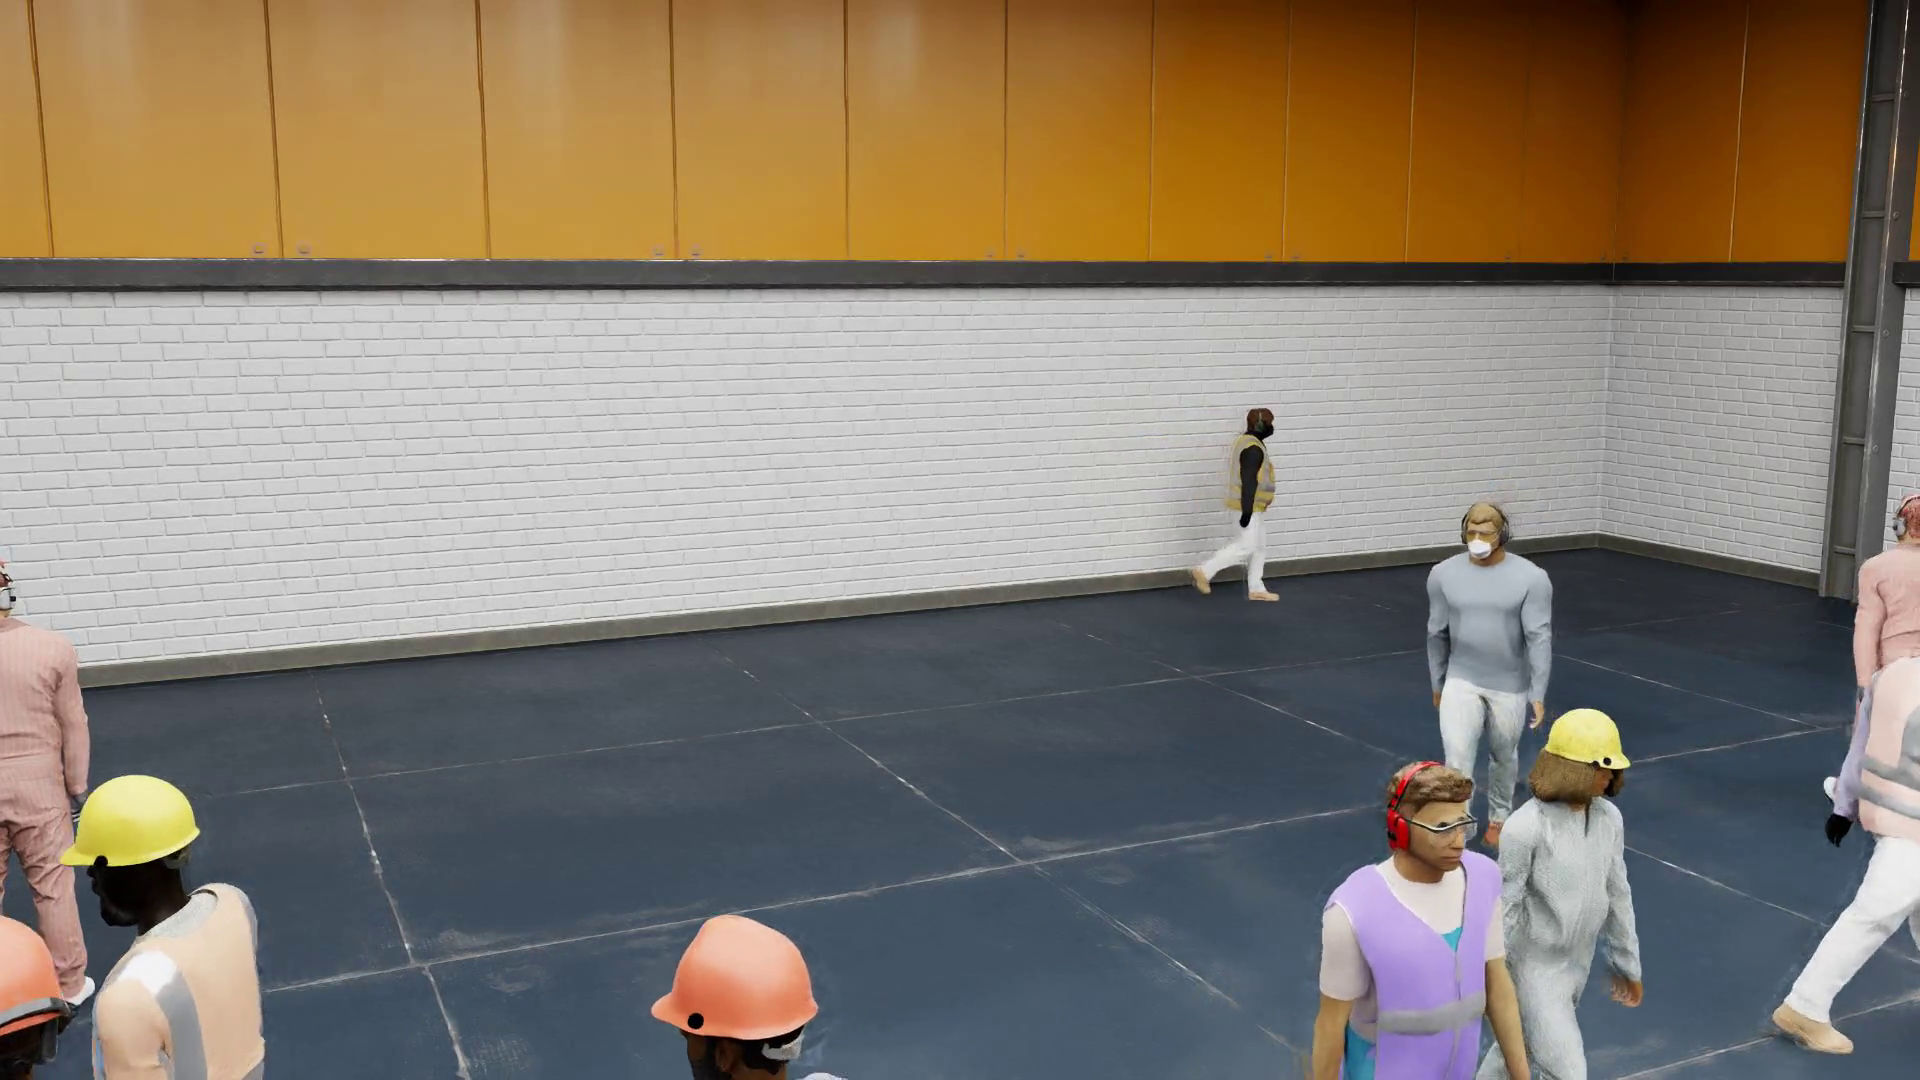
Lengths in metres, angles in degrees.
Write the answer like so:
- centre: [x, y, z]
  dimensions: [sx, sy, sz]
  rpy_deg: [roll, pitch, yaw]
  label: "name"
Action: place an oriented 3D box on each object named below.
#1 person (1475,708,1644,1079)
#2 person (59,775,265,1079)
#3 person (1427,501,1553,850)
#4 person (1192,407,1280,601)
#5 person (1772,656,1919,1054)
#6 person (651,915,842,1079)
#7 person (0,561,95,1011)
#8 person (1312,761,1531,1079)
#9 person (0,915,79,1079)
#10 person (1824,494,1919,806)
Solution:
- centre: [1.923, 1.352, 5.233]
  dimensions: [0.502, 1.684, 0.915]
  rpy_deg: [-6, 11, -33]
  label: "person"
- centre: [-1.800, 1.473, 3.918]
  dimensions: [0.703, 1.935, 0.599]
  rpy_deg: [1, 9, 5]
  label: "person"
- centre: [2.675, 0.739, 8.475]
  dimensions: [0.645, 1.893, 1.018]
  rpy_deg: [5, 10, 27]
  label: "person"
- centre: [2.559, -0.319, 15.269]
  dimensions: [0.726, 1.820, 0.644]
  rpy_deg: [1, 9, 9]
  label: "person"
- centre: [3.677, 1.123, 6.438]
  dimensions: [0.972, 1.784, 0.651]
  rpy_deg: [1, 9, 5]
  label: "person"
- centre: [-0.339, 1.611, 3.047]
  dimensions: [0.972, 1.895, 0.556]
  rpy_deg: [3, 10, 20]
  label: "person"
- centre: [-3.858, 1.013, 6.717]
  dimensions: [0.636, 1.903, 0.404]
  rpy_deg: [-5, 10, -27]
  label: "person"
- centre: [1.197, 1.444, 4.392]
  dimensions: [0.571, 1.796, 0.954]
  rpy_deg: [-7, 11, -35]
  label: "person"
- centre: [-1.614, 1.586, 2.788]
  dimensions: [0.745, 2.014, 0.653]
  rpy_deg: [5, 10, 28]
  label: "person"
- centre: [5.054, 0.681, 8.907]
  dimensions: [0.651, 1.861, 0.978]
  rpy_deg: [1, 9, 9]
  label: "person"
